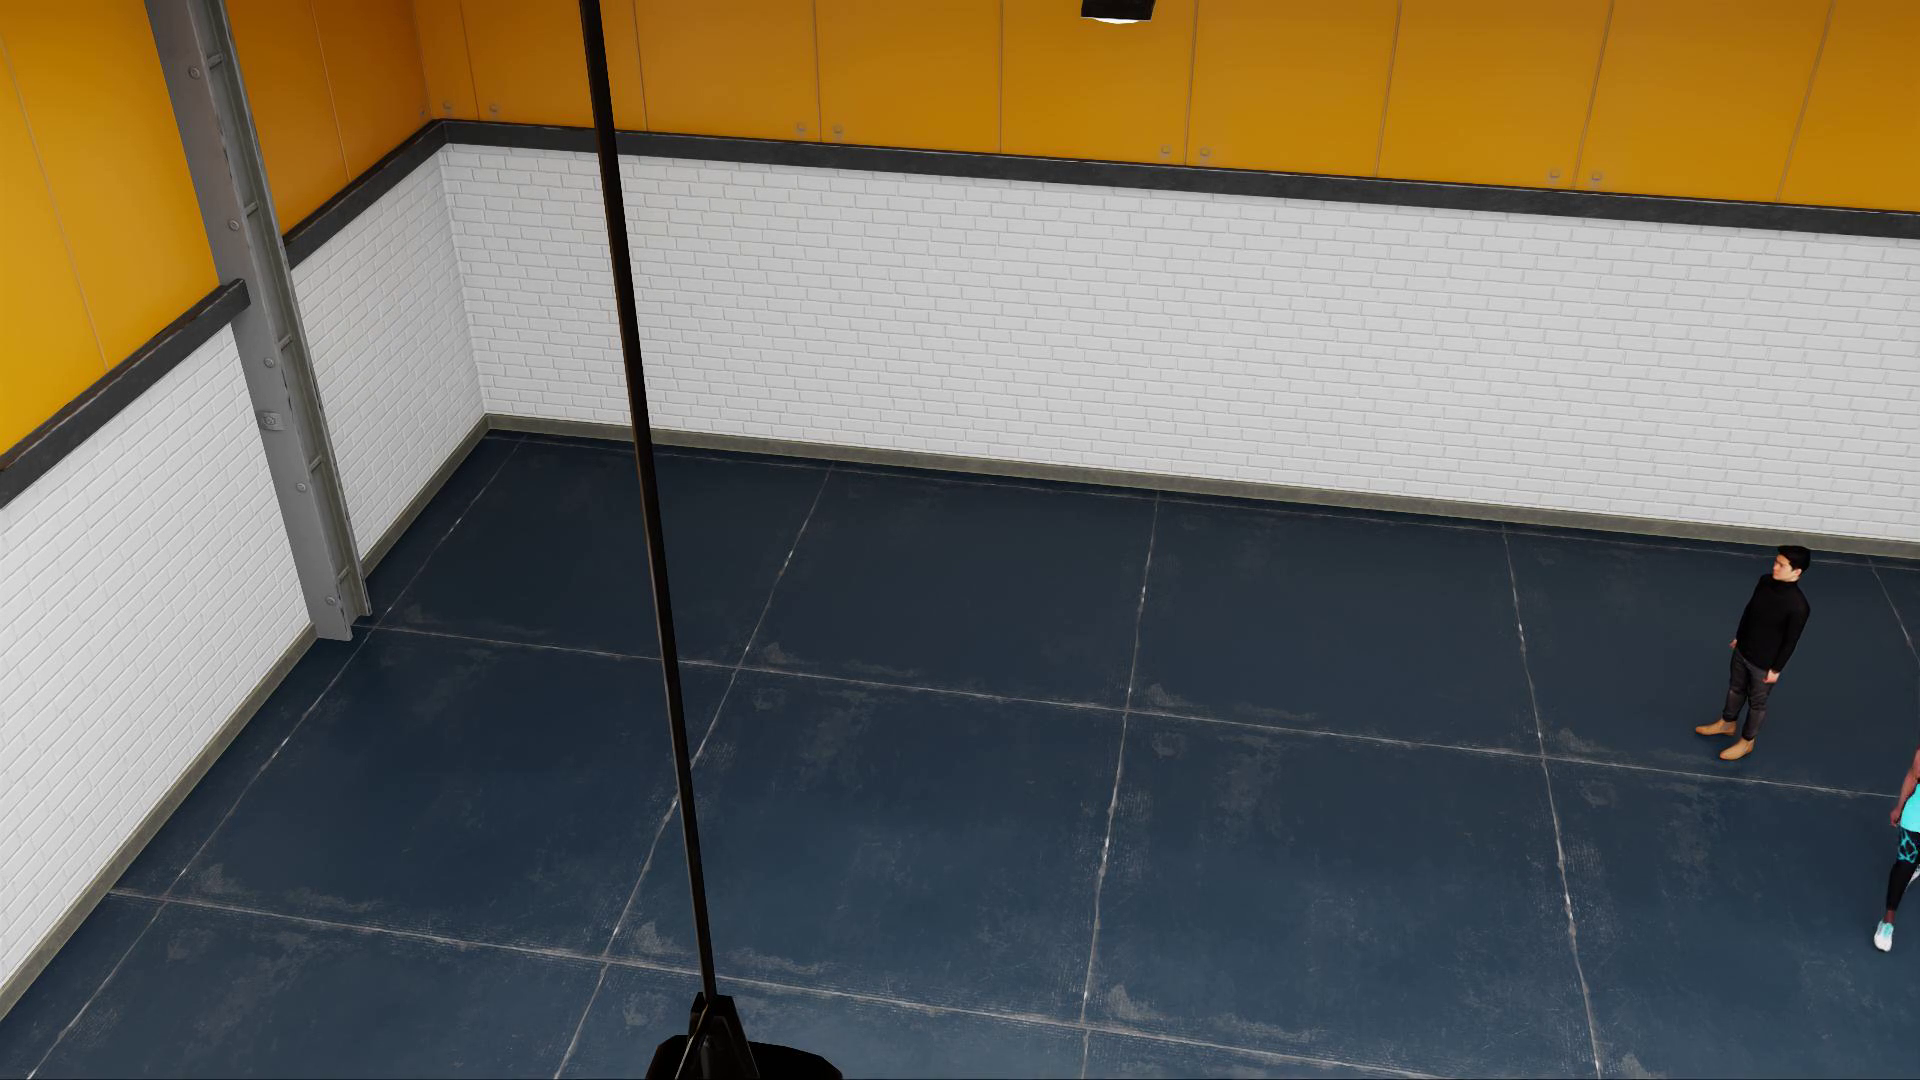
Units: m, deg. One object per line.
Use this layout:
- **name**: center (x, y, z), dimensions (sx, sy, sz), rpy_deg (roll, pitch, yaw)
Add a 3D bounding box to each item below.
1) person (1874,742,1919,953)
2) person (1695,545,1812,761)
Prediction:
- **person**: center (5.970, 1.672, 10.174), dimensions (0.848, 1.789, 1.103), rpy_deg (19, 38, 26)
- **person**: center (5.593, 0.761, 11.605), dimensions (0.775, 1.723, 0.620), rpy_deg (-7, 34, -11)
